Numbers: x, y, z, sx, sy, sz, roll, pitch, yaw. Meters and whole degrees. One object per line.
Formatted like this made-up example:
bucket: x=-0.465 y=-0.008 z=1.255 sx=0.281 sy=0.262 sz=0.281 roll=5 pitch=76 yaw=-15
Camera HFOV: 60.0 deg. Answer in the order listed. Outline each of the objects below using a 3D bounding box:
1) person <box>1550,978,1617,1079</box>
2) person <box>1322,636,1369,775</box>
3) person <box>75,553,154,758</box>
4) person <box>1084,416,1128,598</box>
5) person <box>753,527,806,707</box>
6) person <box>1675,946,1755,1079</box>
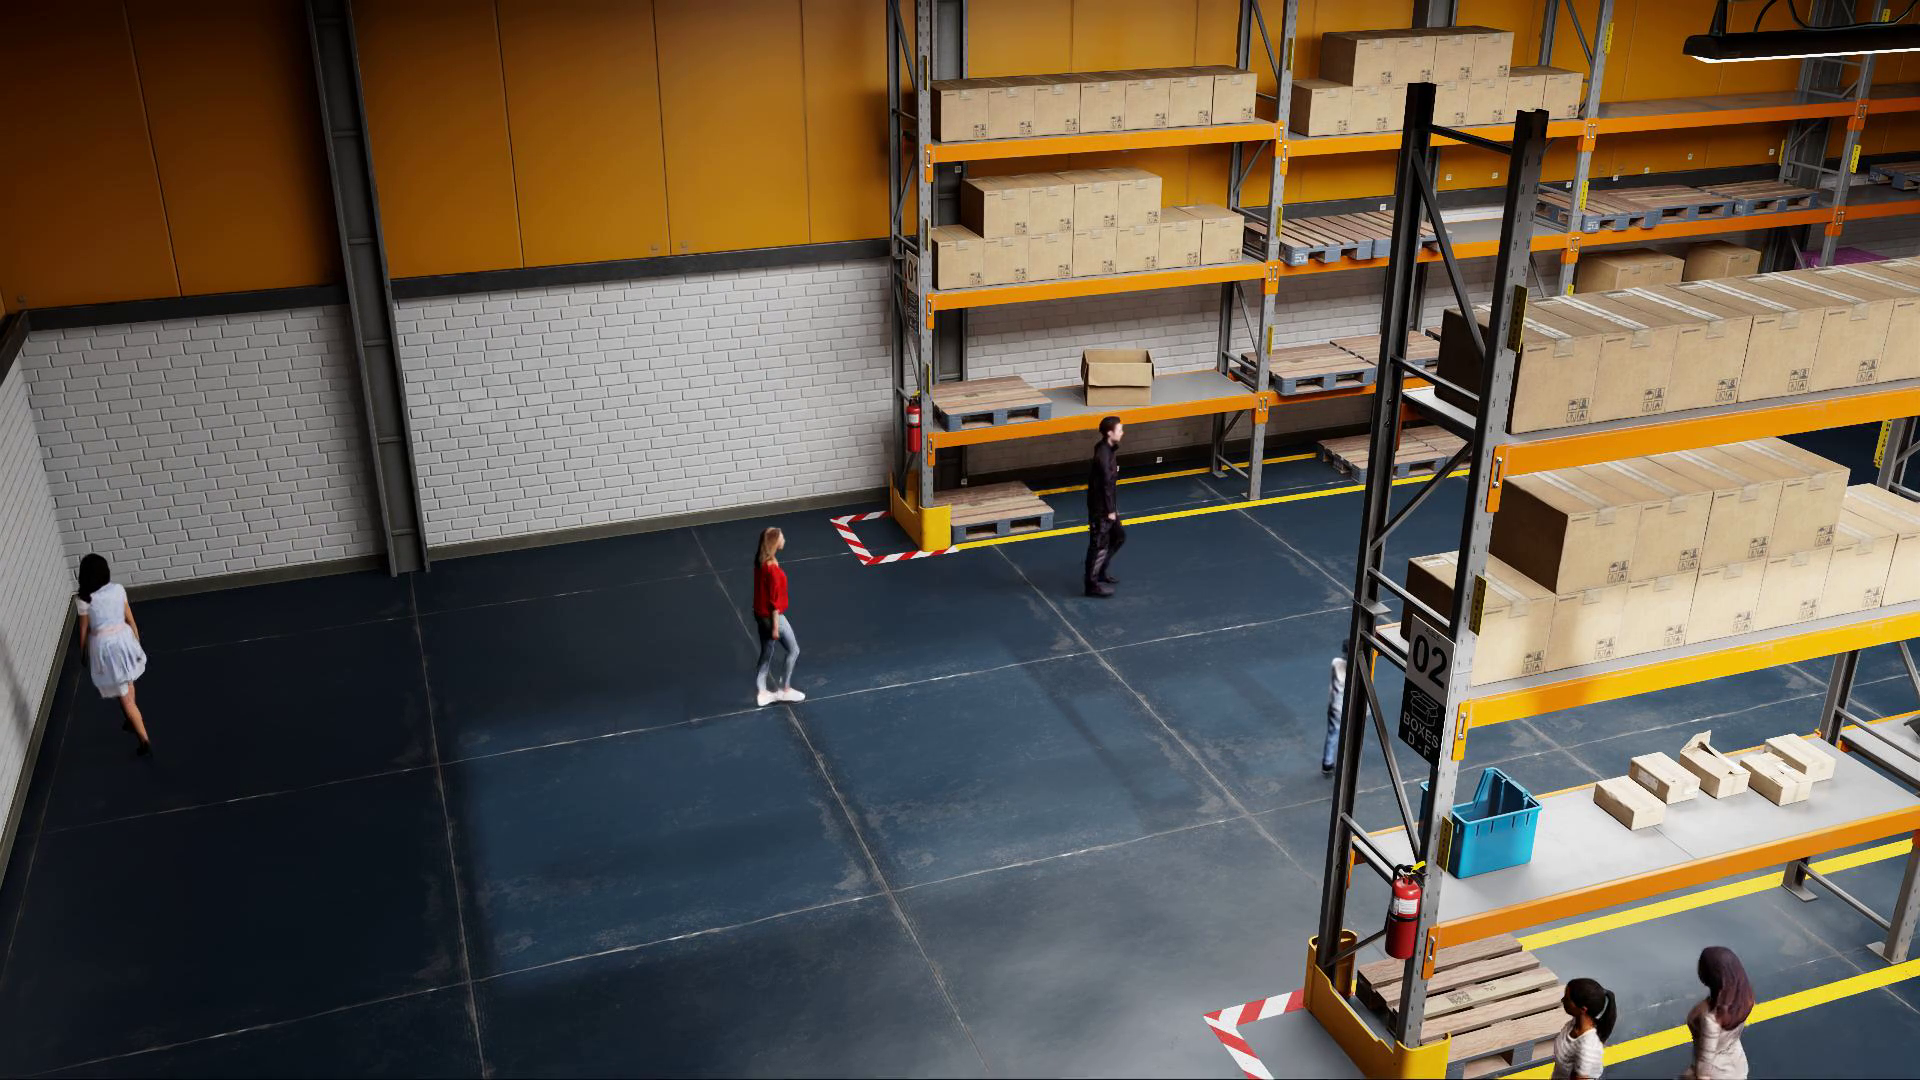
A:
person: x=3.423 y=3.098 z=9.067 sx=0.785 sy=1.630 sz=0.729 roll=4 pitch=24 yaw=8
person: x=3.143 y=1.346 z=13.538 sx=0.563 sy=1.259 sz=0.622 roll=11 pitch=26 yaw=23
person: x=-6.901 y=0.997 z=13.676 sx=0.986 sy=1.788 sz=1.014 roll=18 pitch=30 yaw=36
person: x=1.350 y=-0.325 z=16.566 sx=0.808 sy=1.896 sz=0.798 roll=4 pitch=24 yaw=8
person: x=-1.723 y=0.690 z=14.499 sx=0.687 sy=1.692 sz=0.676 roll=-14 pitch=27 yaw=-29
person: x=4.230 y=3.023 z=9.156 sx=1.077 sy=1.696 sz=0.838 roll=-12 pitch=26 yaw=-25
